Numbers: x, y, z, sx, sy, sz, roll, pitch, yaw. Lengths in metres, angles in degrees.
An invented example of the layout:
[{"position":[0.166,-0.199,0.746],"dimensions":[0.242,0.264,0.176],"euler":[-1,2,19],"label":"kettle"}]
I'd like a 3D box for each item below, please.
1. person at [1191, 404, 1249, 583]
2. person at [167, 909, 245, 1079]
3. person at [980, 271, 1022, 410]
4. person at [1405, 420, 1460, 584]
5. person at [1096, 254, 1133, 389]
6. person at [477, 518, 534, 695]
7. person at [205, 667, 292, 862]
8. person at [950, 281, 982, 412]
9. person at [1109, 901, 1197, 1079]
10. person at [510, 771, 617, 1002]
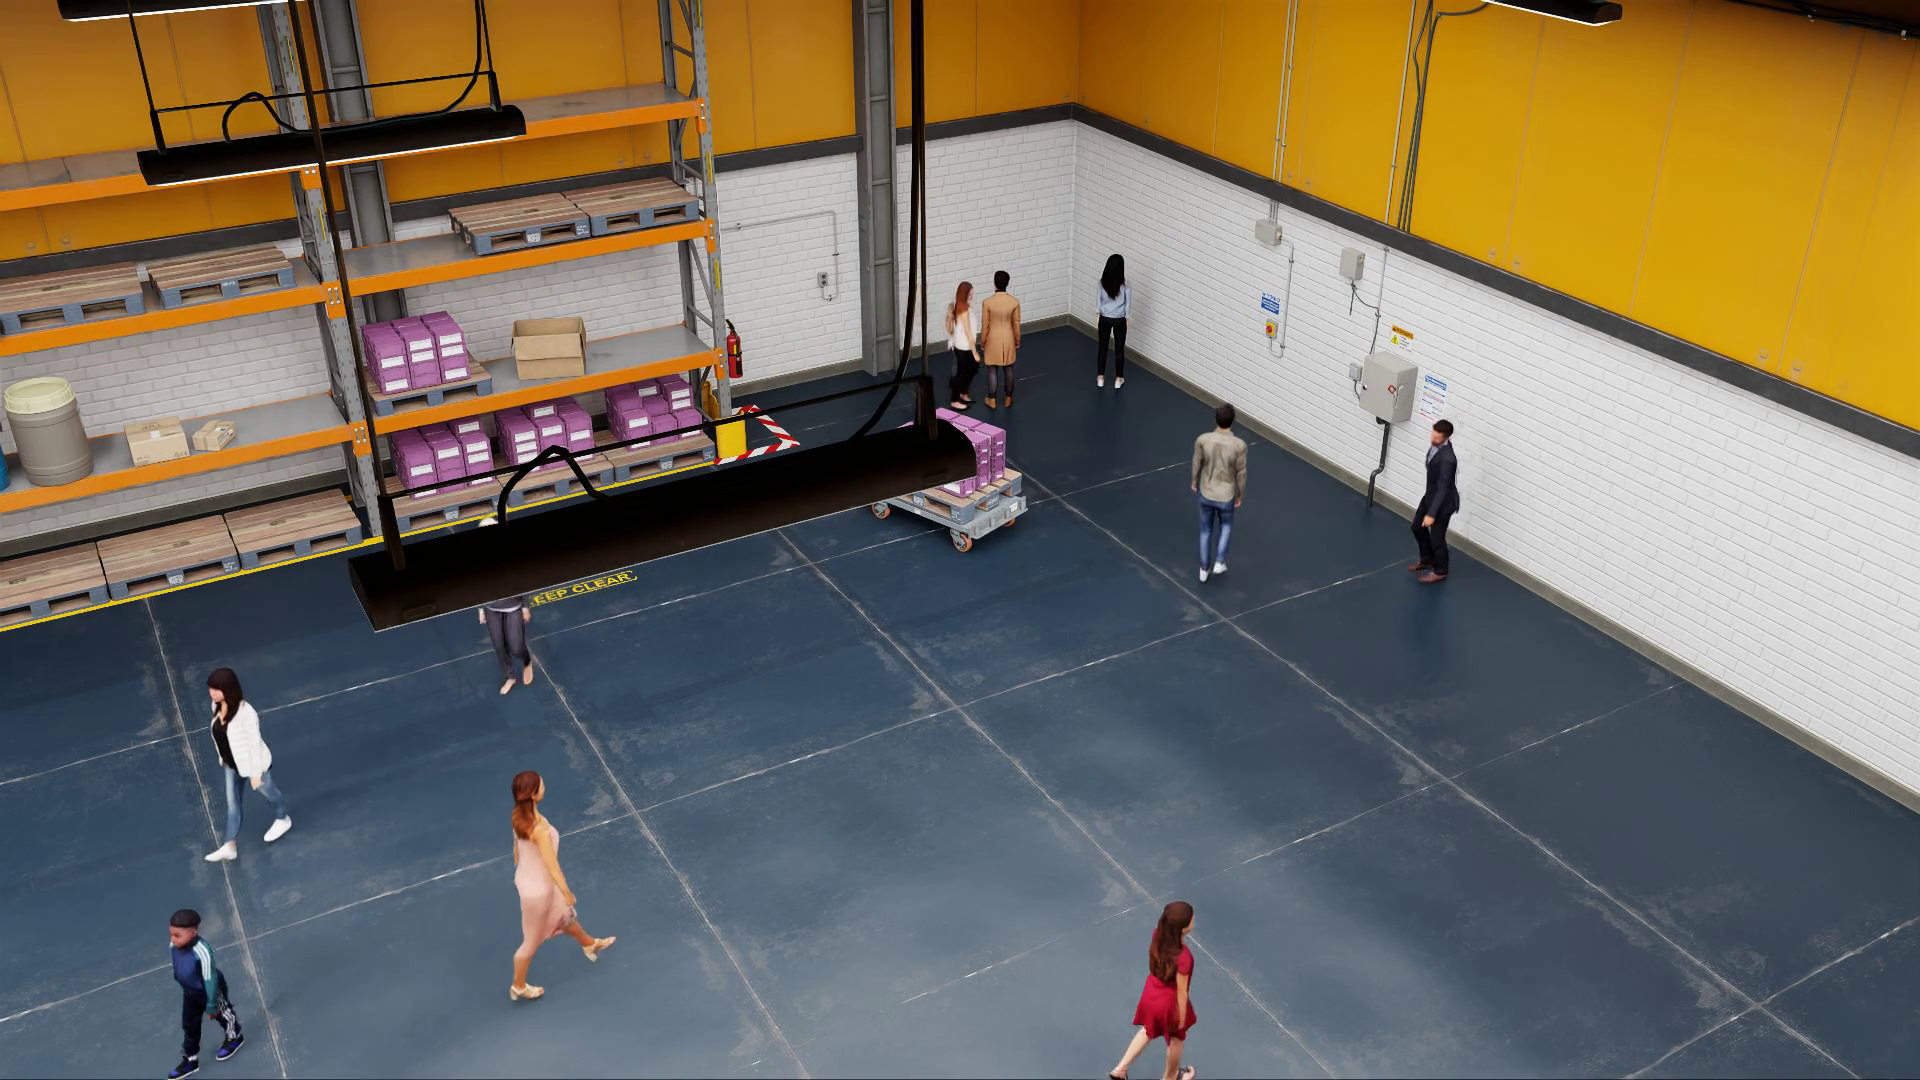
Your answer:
[{"position":[2.500,-0.412,16.311],"dimensions":[0.810,1.852,0.872],"euler":[7,29,12],"label":"person"},{"position":[-4.913,2.892,10.894],"dimensions":[0.752,1.242,0.845],"euler":[12,31,20],"label":"person"},{"position":[0.484,-2.431,20.145],"dimensions":[0.671,1.727,0.794],"euler":[-5,29,-10],"label":"person"},{"position":[4.714,-0.371,16.273],"dimensions":[0.839,1.818,0.821],"euler":[5,29,8],"label":"person"},{"position":[1.904,-2.734,20.718],"dimensions":[0.671,1.709,0.736],"euler":[6,29,12],"label":"person"},{"position":[-4.003,0.545,14.701],"dimensions":[0.753,1.715,0.823],"euler":[5,29,8],"label":"person"},{"position":[-5.429,1.649,12.786],"dimensions":[0.963,1.612,1.080],"euler":[12,31,21],"label":"person"},{"position":[-0.034,-2.291,19.916],"dimensions":[0.740,1.700,0.707],"euler":[-2,29,-3],"label":"person"},{"position":[1.248,2.921,10.532],"dimensions":[0.857,1.537,0.562],"euler":[-17,33,-28],"label":"person"},{"position":[-2.953,2.391,11.238],"dimensions":[1.049,1.790,0.676],"euler":[-17,33,-28],"label":"person"}]
